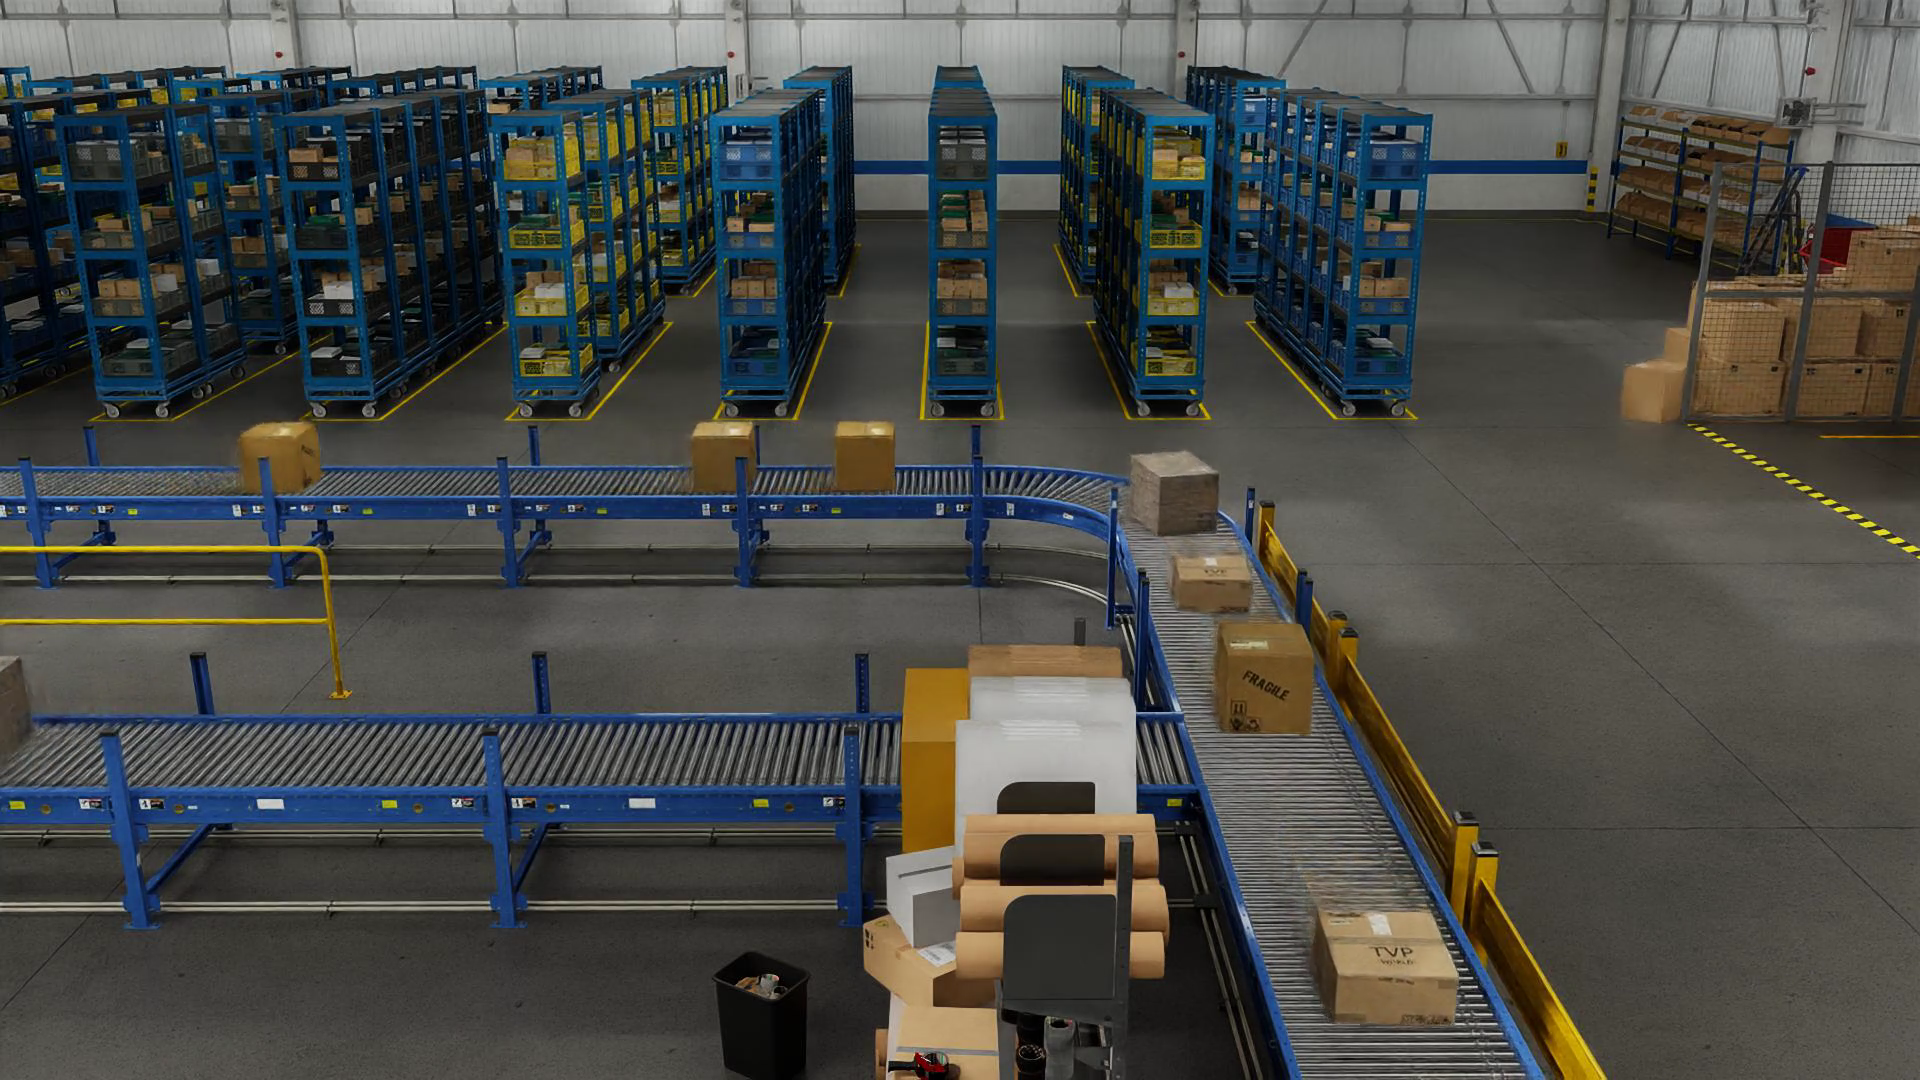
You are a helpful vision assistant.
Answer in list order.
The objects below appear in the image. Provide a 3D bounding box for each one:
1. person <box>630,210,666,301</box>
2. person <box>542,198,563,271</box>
[{"bbox_3d":[-5.231,-4.920,27.599,0.760,1.962,0.631,-7,19,-20],"label":"person"},{"bbox_3d":[-6.460,-4.585,26.794,0.589,1.834,0.403,-6,19,-17],"label":"person"}]
